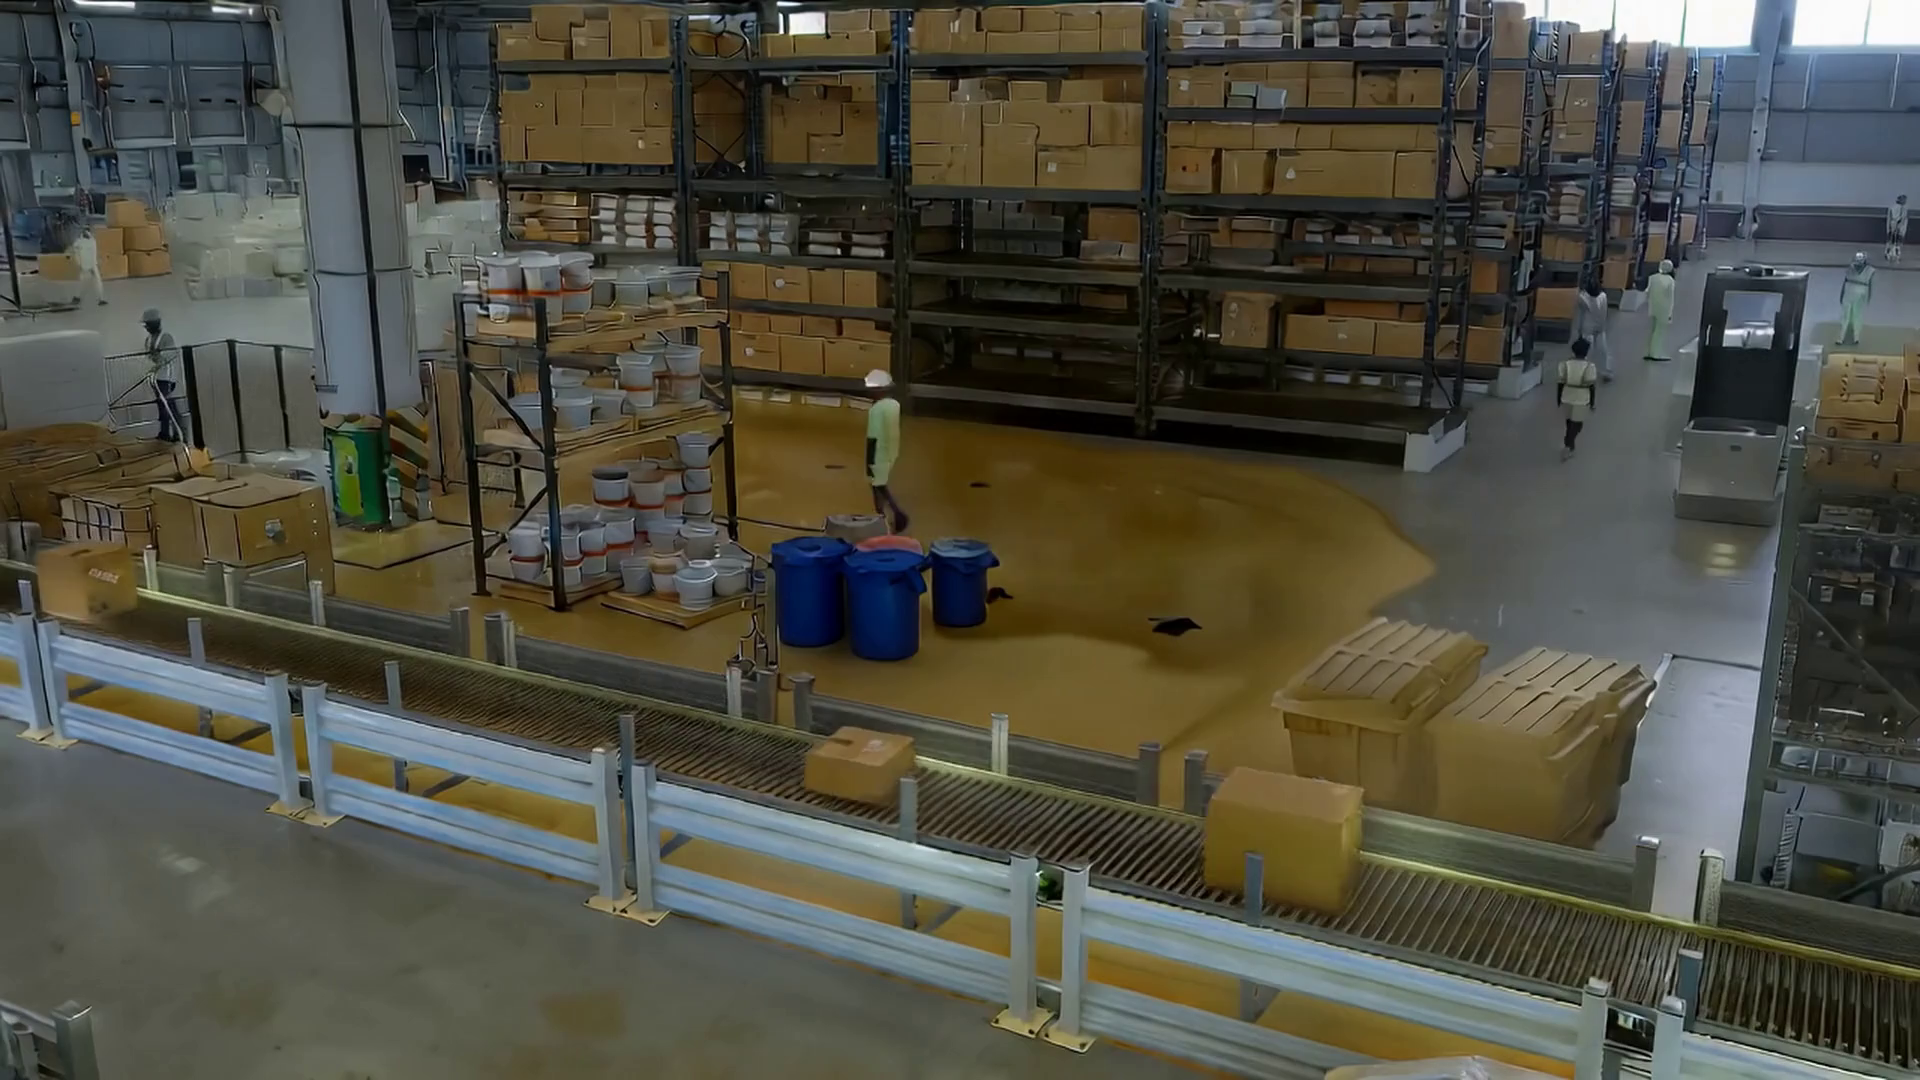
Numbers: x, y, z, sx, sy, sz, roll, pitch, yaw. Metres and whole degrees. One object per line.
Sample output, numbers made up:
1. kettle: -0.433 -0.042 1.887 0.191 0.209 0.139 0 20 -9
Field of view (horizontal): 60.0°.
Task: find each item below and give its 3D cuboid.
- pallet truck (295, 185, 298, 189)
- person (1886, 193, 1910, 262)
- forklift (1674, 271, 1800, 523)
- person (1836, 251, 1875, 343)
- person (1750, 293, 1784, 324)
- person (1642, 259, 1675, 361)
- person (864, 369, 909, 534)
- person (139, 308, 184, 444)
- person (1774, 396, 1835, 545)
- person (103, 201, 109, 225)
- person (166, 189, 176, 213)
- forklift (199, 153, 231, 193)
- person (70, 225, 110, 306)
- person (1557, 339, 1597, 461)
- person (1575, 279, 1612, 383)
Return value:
1. pallet truck: -26.804 -14.617 69.738 1.885 1.965 0.823 -14 20 -42
2. person: 28.282 -9.423 50.131 0.375 2.042 0.608 -11 18 -35
3. forklift: 9.269 -1.763 19.726 1.129 2.768 1.873 8 17 27
4. person: 18.046 -4.906 33.522 0.568 1.845 0.386 11 18 35
5. person: 14.682 -3.922 30.268 0.429 1.618 0.533 0 15 -2
6. person: 13.120 -4.296 31.136 0.399 1.900 0.645 -6 16 -22
7. person: -0.868 -0.936 18.439 0.423 1.928 0.563 9 17 30
8. person: -11.388 -2.330 23.665 0.551 1.934 0.373 9 17 30
9. person: 9.270 -0.758 18.119 0.728 1.734 0.542 7 16 25
10. person: -24.832 -8.973 48.746 0.644 1.891 1.005 8 17 28
11. person: -27.629 -11.479 58.518 0.320 1.695 0.538 11 18 34
12. forklift: -27.440 -12.865 61.464 1.873 2.768 1.129 8 17 28
13. person: -20.740 -6.505 39.435 0.891 1.911 0.627 4 16 16
14. person: 8.302 -1.889 22.508 0.740 1.671 0.540 -14 20 -43
15. person: 10.981 -3.594 28.716 0.697 1.785 0.866 -4 15 -16
